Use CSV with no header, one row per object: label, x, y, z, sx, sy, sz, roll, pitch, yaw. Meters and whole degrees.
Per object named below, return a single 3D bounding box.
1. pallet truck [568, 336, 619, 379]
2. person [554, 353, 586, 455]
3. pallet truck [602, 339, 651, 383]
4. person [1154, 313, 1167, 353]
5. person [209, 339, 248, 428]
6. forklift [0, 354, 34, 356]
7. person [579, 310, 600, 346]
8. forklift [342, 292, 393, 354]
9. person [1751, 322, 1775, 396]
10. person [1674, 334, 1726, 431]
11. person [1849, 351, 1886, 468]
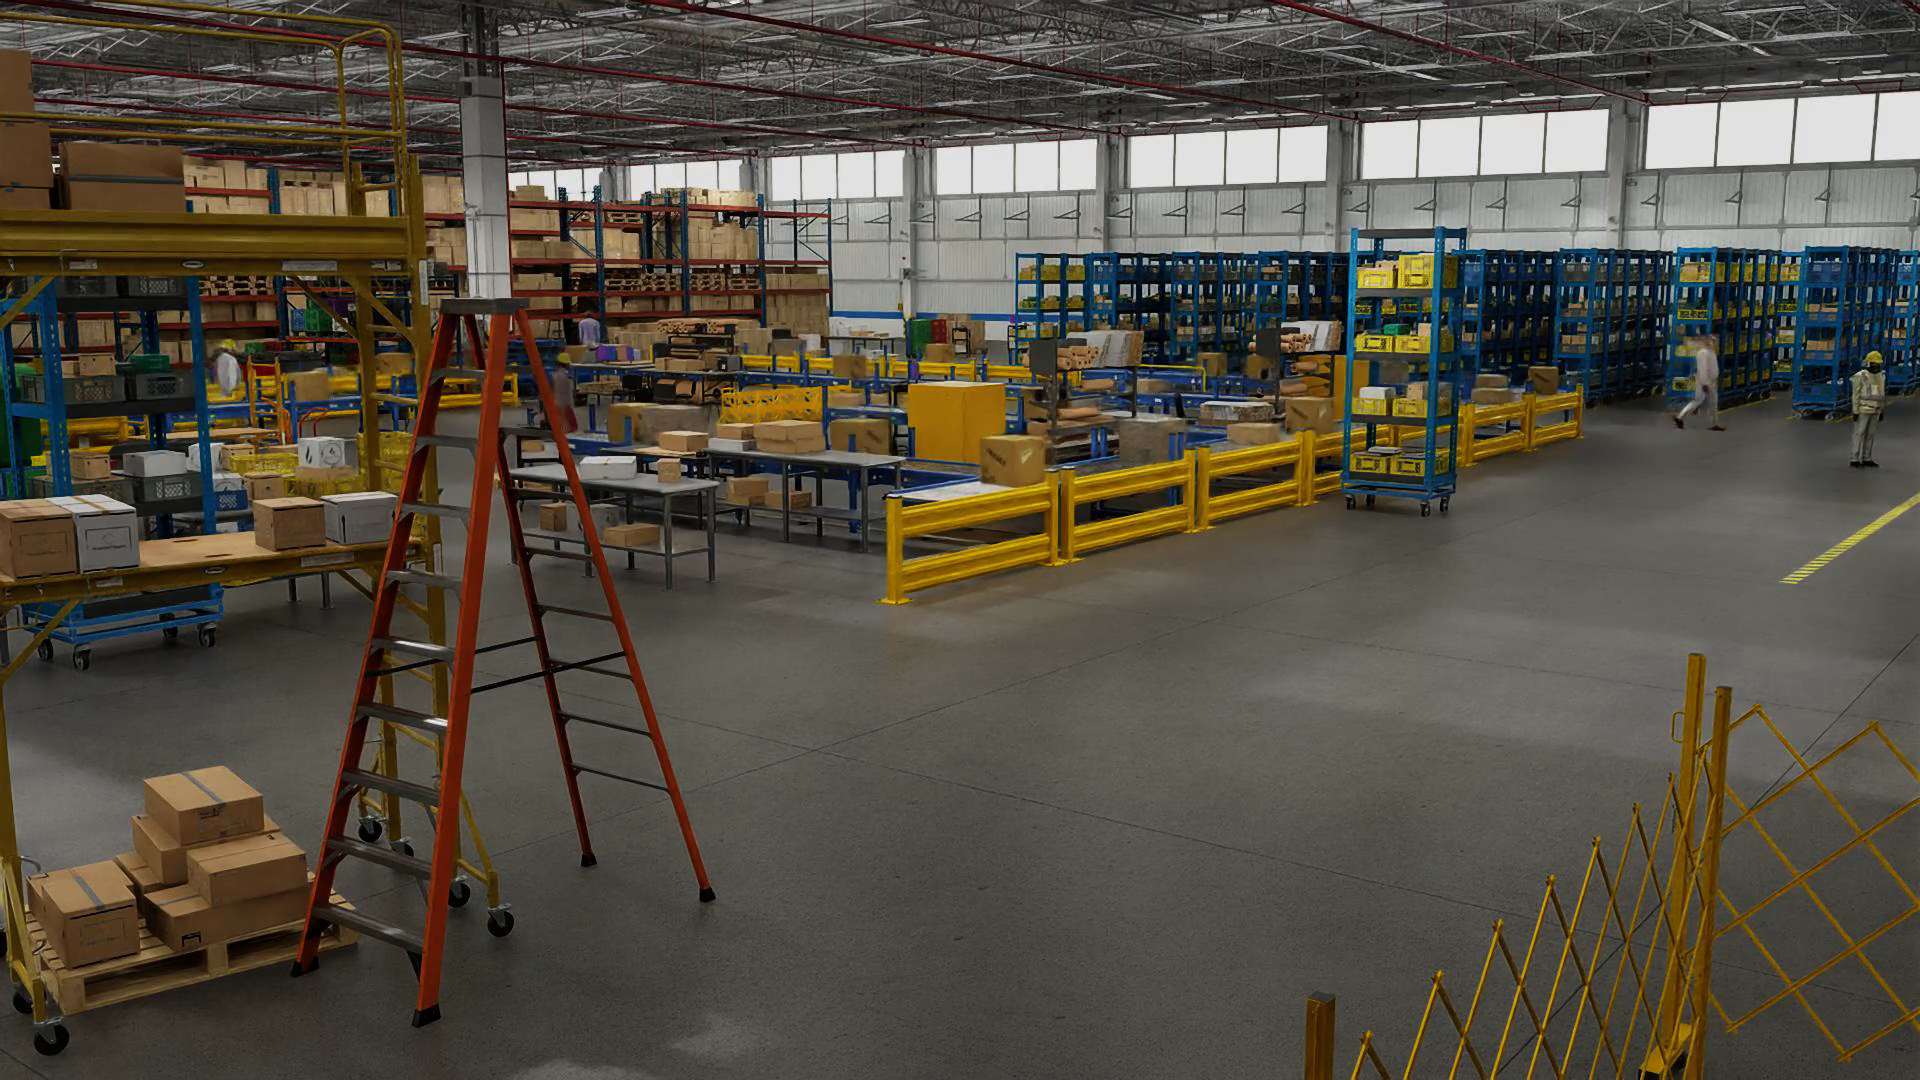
pallet truck,-10.690,-5.294,48.215,1.601,1.201,0.680,-5,10,-26
person,-6.649,-2.259,27.692,0.875,1.729,0.521,-6,11,-34
pallet truck,-8.991,-4.871,45.351,0.653,1.274,1.630,7,11,37
person,6.318,-6.292,52.090,0.566,1.981,0.644,3,9,16
person,-14.087,-2.972,31.958,0.602,1.799,0.902,7,11,37
forklift,-34.188,-7.859,59.084,1.129,2.768,1.873,7,11,37
person,-11.249,-6.021,50.594,0.623,1.932,0.377,-1,9,-4
forklift,-16.485,-5.622,45.120,1.129,2.768,1.873,7,11,37
person,19.938,-4.502,41.336,0.565,1.849,0.388,9,13,43
person,14.415,-3.060,32.278,0.872,1.875,0.639,9,13,43
person,14.194,-2.030,25.961,0.600,1.829,0.404,-3,10,-20
